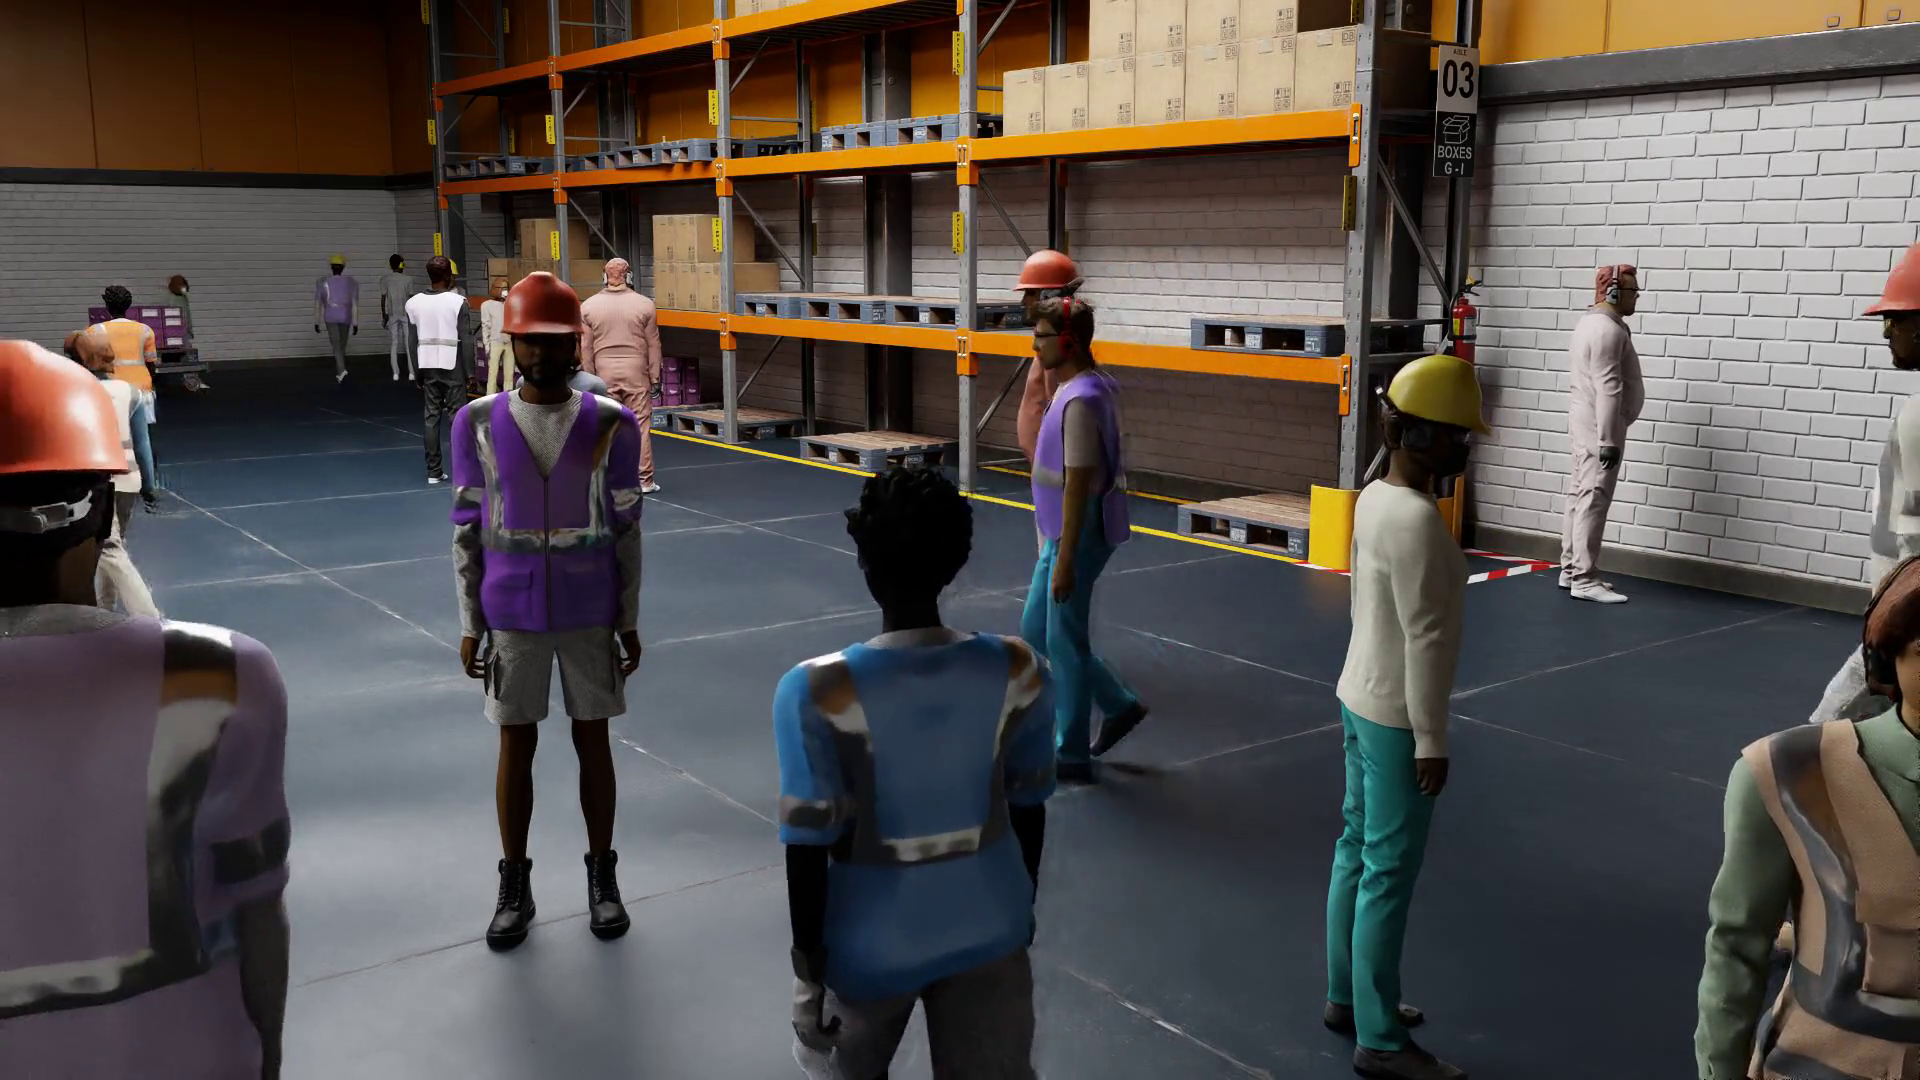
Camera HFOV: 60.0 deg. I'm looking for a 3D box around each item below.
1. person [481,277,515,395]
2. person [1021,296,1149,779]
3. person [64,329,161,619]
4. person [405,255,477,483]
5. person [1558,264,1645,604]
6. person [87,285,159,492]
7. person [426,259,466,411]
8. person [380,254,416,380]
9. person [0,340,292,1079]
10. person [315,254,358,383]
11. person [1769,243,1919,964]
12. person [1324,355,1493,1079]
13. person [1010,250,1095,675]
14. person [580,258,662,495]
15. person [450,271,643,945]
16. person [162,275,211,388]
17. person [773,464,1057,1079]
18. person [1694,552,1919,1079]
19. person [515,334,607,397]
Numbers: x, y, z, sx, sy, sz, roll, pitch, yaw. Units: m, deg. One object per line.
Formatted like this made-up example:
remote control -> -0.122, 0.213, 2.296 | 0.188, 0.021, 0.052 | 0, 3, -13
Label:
person -> -5.397, -2.274, 19.602 | 0.274, 1.629, 0.502 | 10, 14, 44
person -> 0.426, 0.010, 6.222 | 0.442, 1.830, 0.577 | 0, 10, 0
person -> -4.261, -0.254, 8.348 | 0.818, 1.601, 0.514 | 4, 11, 24
person -> -4.350, -1.422, 13.999 | 0.589, 1.920, 0.392 | 2, 10, 13
person -> 3.669, -0.607, 9.466 | 0.401, 1.907, 0.646 | 2, 10, 10
person -> -6.736, -1.205, 13.427 | 0.322, 1.689, 0.530 | 9, 14, 42
person -> -6.207, -2.492, 20.237 | 0.402, 1.828, 0.597 | 7, 12, 34
person -> -8.303, -3.290, 24.627 | 0.521, 1.861, 0.335 | -1, 10, -5
person -> -1.074, 0.724, 2.010 | 0.543, 1.912, 0.622 | -3, 11, -17
person -> -9.071, -3.229, 24.266 | 0.605, 1.874, 1.008 | -6, 12, -29
person -> 2.523, 0.215, 4.533 | 0.649, 2.018, 0.732 | -9, 13, -41
person -> 1.094, 0.432, 4.066 | 0.328, 1.760, 0.523 | 0, 10, -1
person -> 0.421, -0.308, 7.546 | 0.396, 1.992, 0.624 | 1, 10, 7
person -> -2.714, -1.307, 13.395 | 0.642, 1.906, 0.410 | 0, 10, -2
person -> -1.183, 0.205, 4.821 | 0.544, 1.943, 0.347 | -2, 10, -12
person -> -10.933, -2.894, 23.188 | 0.780, 1.600, 0.545 | -1, 10, -3
person -> -0.062, 0.690, 2.910 | 0.539, 1.652, 0.887 | -4, 11, -20
person -> 1.272, 0.811, 2.272 | 0.521, 1.639, 0.311 | 2, 10, 12
person -> -2.061, -0.320, 8.617 | 0.500, 1.636, 0.281 | 1, 10, 3
